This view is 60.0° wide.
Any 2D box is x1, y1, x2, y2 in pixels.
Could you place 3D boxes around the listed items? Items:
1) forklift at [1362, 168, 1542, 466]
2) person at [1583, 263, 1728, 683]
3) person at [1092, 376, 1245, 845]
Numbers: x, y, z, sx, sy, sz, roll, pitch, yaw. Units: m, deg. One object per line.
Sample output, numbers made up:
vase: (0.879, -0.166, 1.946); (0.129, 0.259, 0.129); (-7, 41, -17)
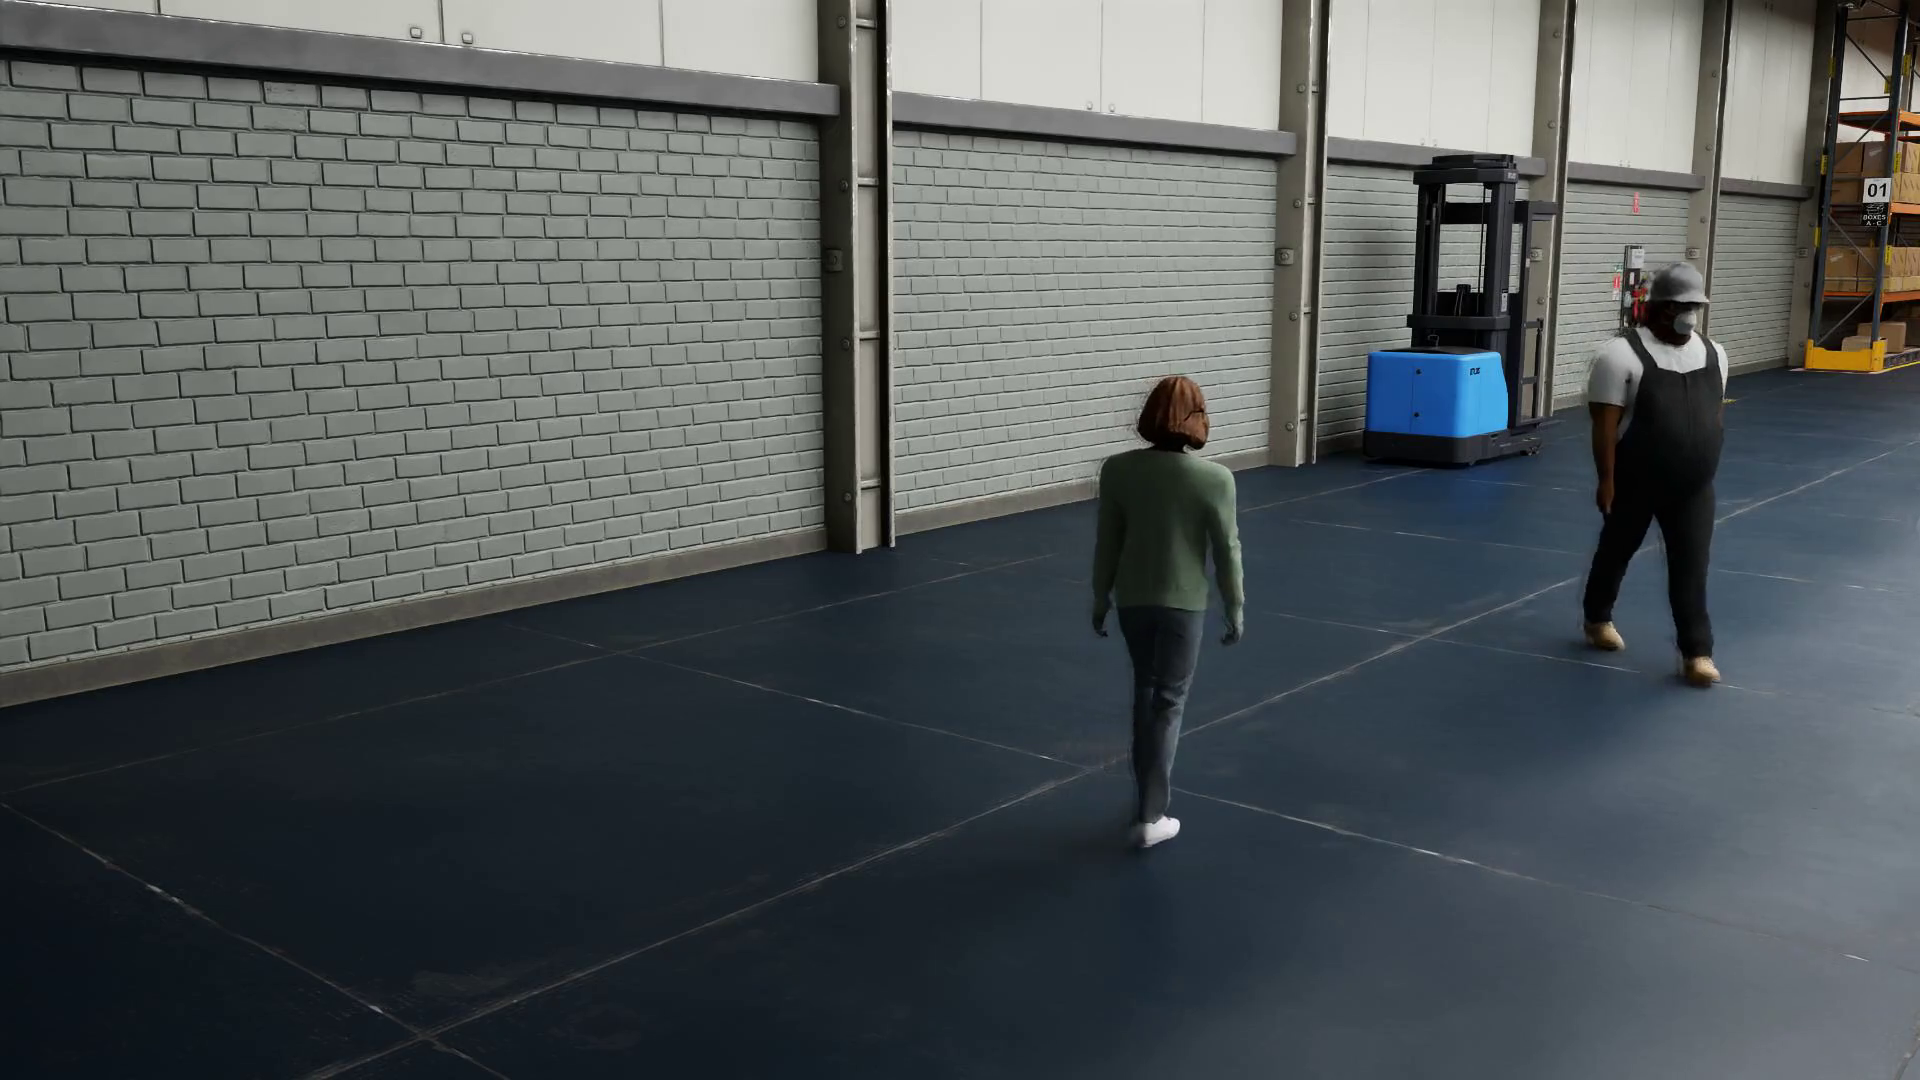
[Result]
forklift: (4.875, -2.212, 16.287); (1.129, 2.768, 1.873); (8, 13, 40)
person: (3.421, -0.368, 8.175); (0.690, 2.000, 1.044); (-1, 10, -3)
person: (0.748, 0.232, 5.857); (0.527, 1.608, 0.626); (6, 12, 31)
